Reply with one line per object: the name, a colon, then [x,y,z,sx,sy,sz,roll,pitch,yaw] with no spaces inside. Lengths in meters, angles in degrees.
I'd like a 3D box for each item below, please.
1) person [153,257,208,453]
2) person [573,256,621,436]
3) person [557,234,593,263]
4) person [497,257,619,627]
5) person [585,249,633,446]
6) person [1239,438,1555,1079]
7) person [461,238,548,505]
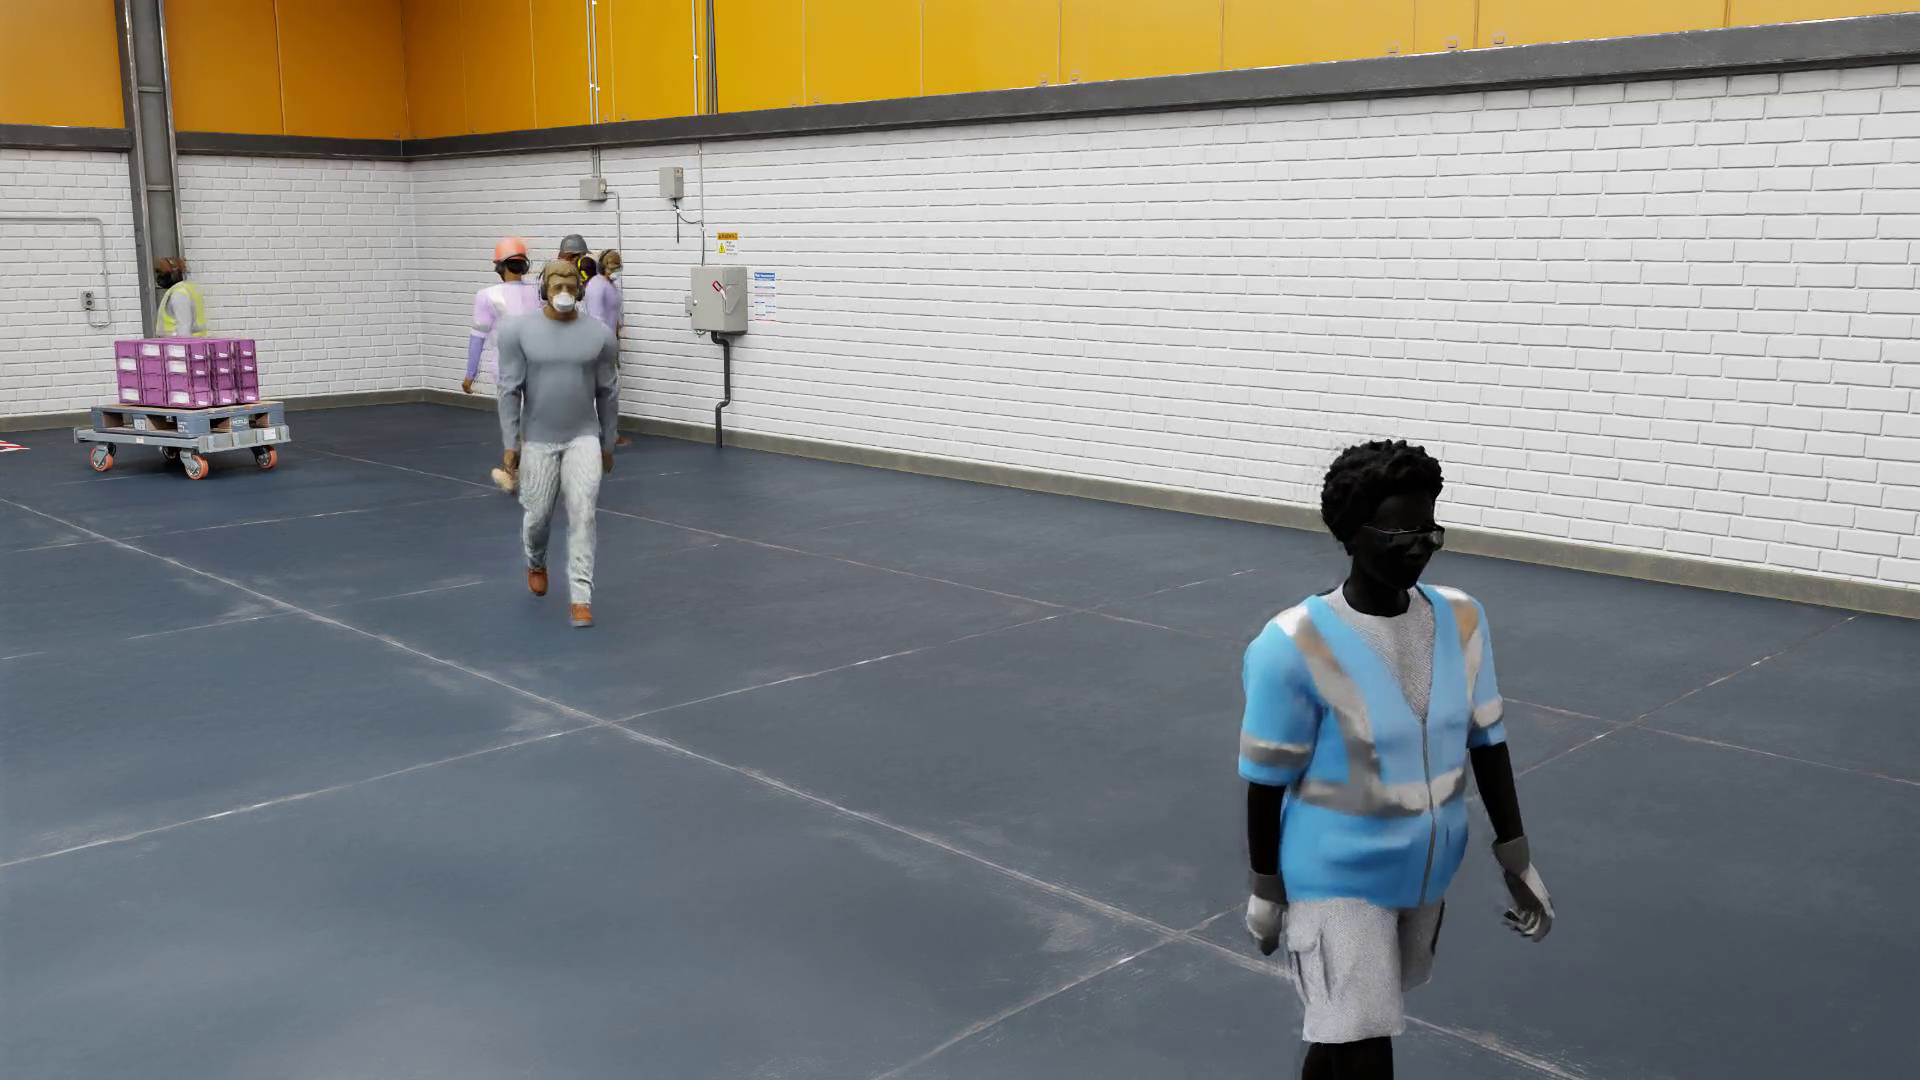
person: [-7.303,-1.712,15.493,0.600,1.817,0.651,-2,11,-11]
person: [-3.441,-1.752,15.685,0.513,1.835,0.826,-8,13,-39]
person: [-3.792,-2.016,16.535,0.536,2.000,0.688,-4,11,-18]
person: [-2.119,-0.531,8.797,0.642,1.920,0.791,-4,11,-23]
person: [-3.405,-1.794,15.716,0.552,1.901,0.747,1,10,3]
person: [0.812,0.641,3.091,0.540,1.656,0.752,-6,12,-28]
person: [-3.419,-1.276,12.611,0.635,1.988,1.022,-10,14,-43]
